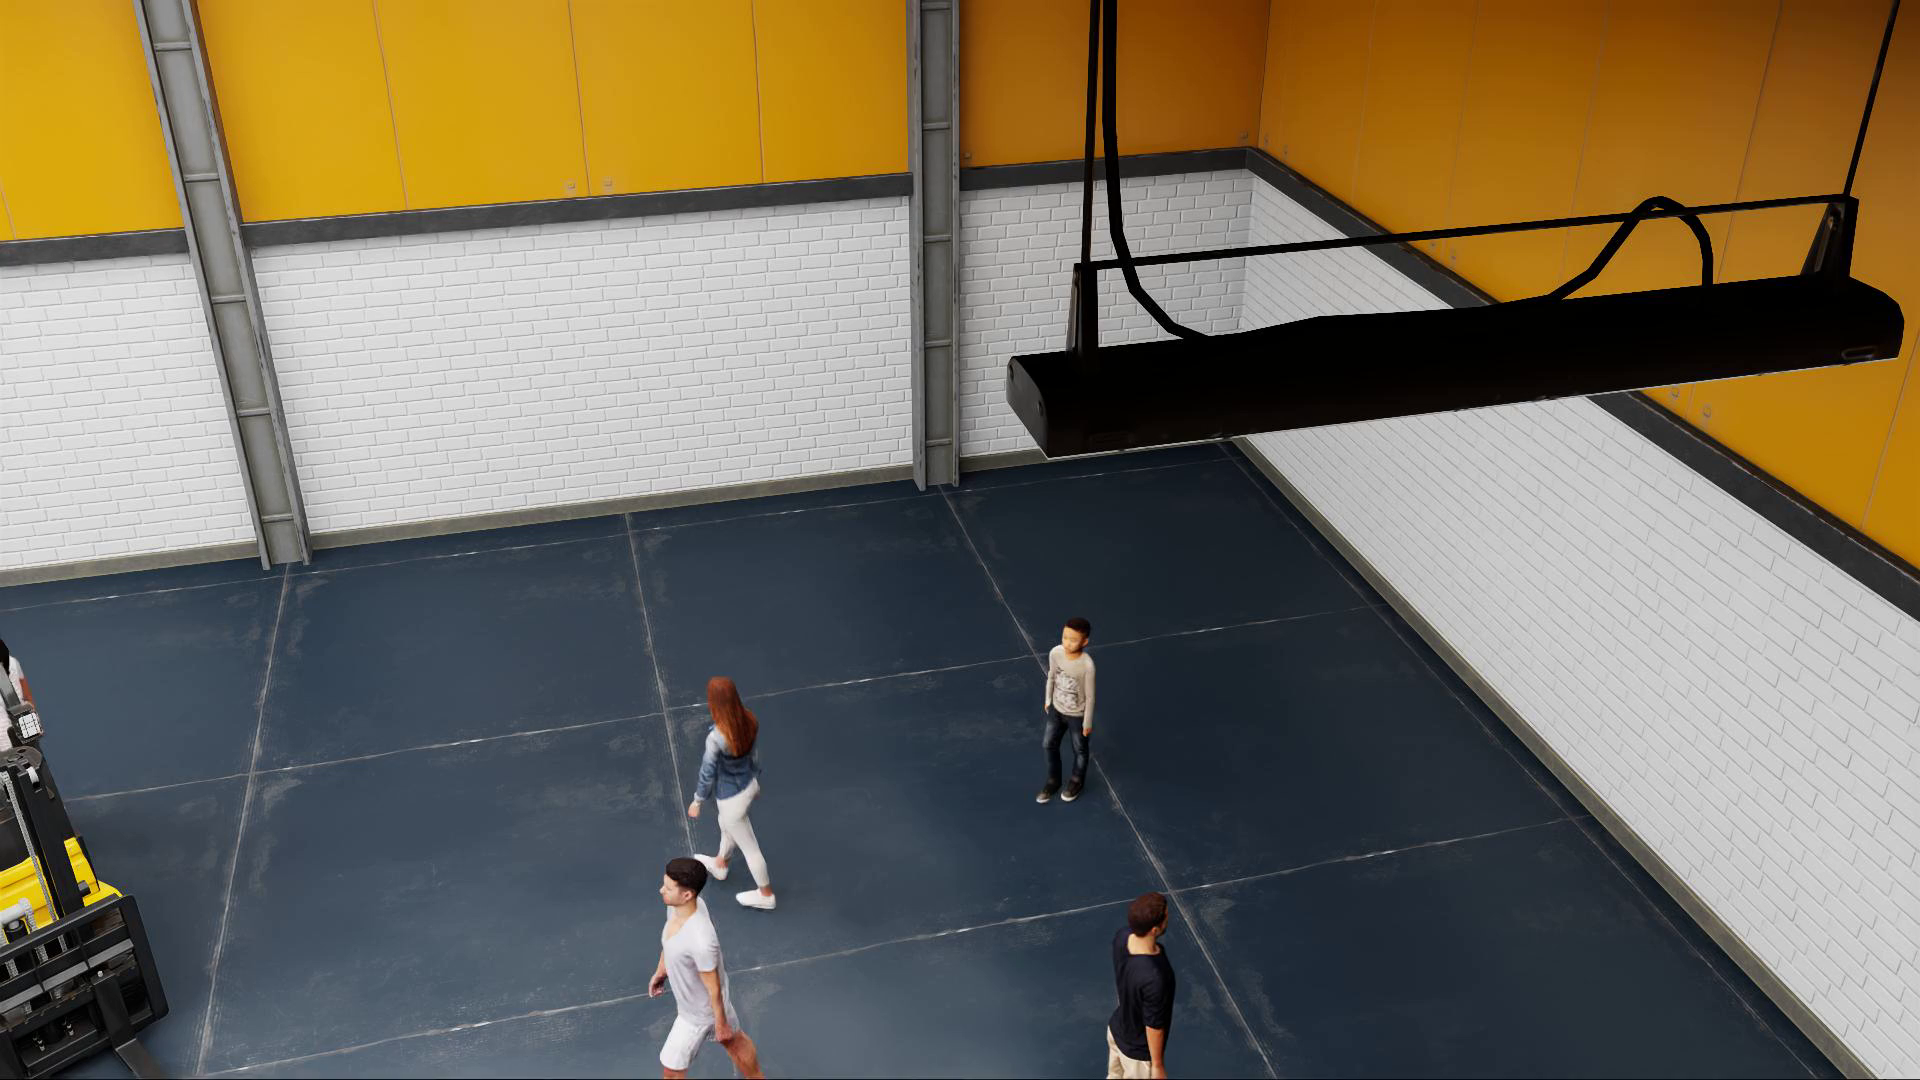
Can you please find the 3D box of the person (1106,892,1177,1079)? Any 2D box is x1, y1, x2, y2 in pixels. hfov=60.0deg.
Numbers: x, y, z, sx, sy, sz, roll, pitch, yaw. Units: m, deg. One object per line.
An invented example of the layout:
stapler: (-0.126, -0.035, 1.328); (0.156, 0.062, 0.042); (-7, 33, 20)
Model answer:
person: (0.903, 2.574, 8.583); (0.558, 1.851, 0.645); (-9, 30, -16)

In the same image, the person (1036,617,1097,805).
person: (0.817, 1.151, 11.604); (0.712, 1.457, 0.770); (17, 33, 29)

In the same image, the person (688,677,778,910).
person: (-1.333, 1.639, 10.483); (1.034, 1.674, 0.928); (10, 30, 17)

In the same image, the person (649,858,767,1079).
person: (-1.292, 2.427, 8.895); (1.157, 1.810, 0.695); (-8, 30, -14)
